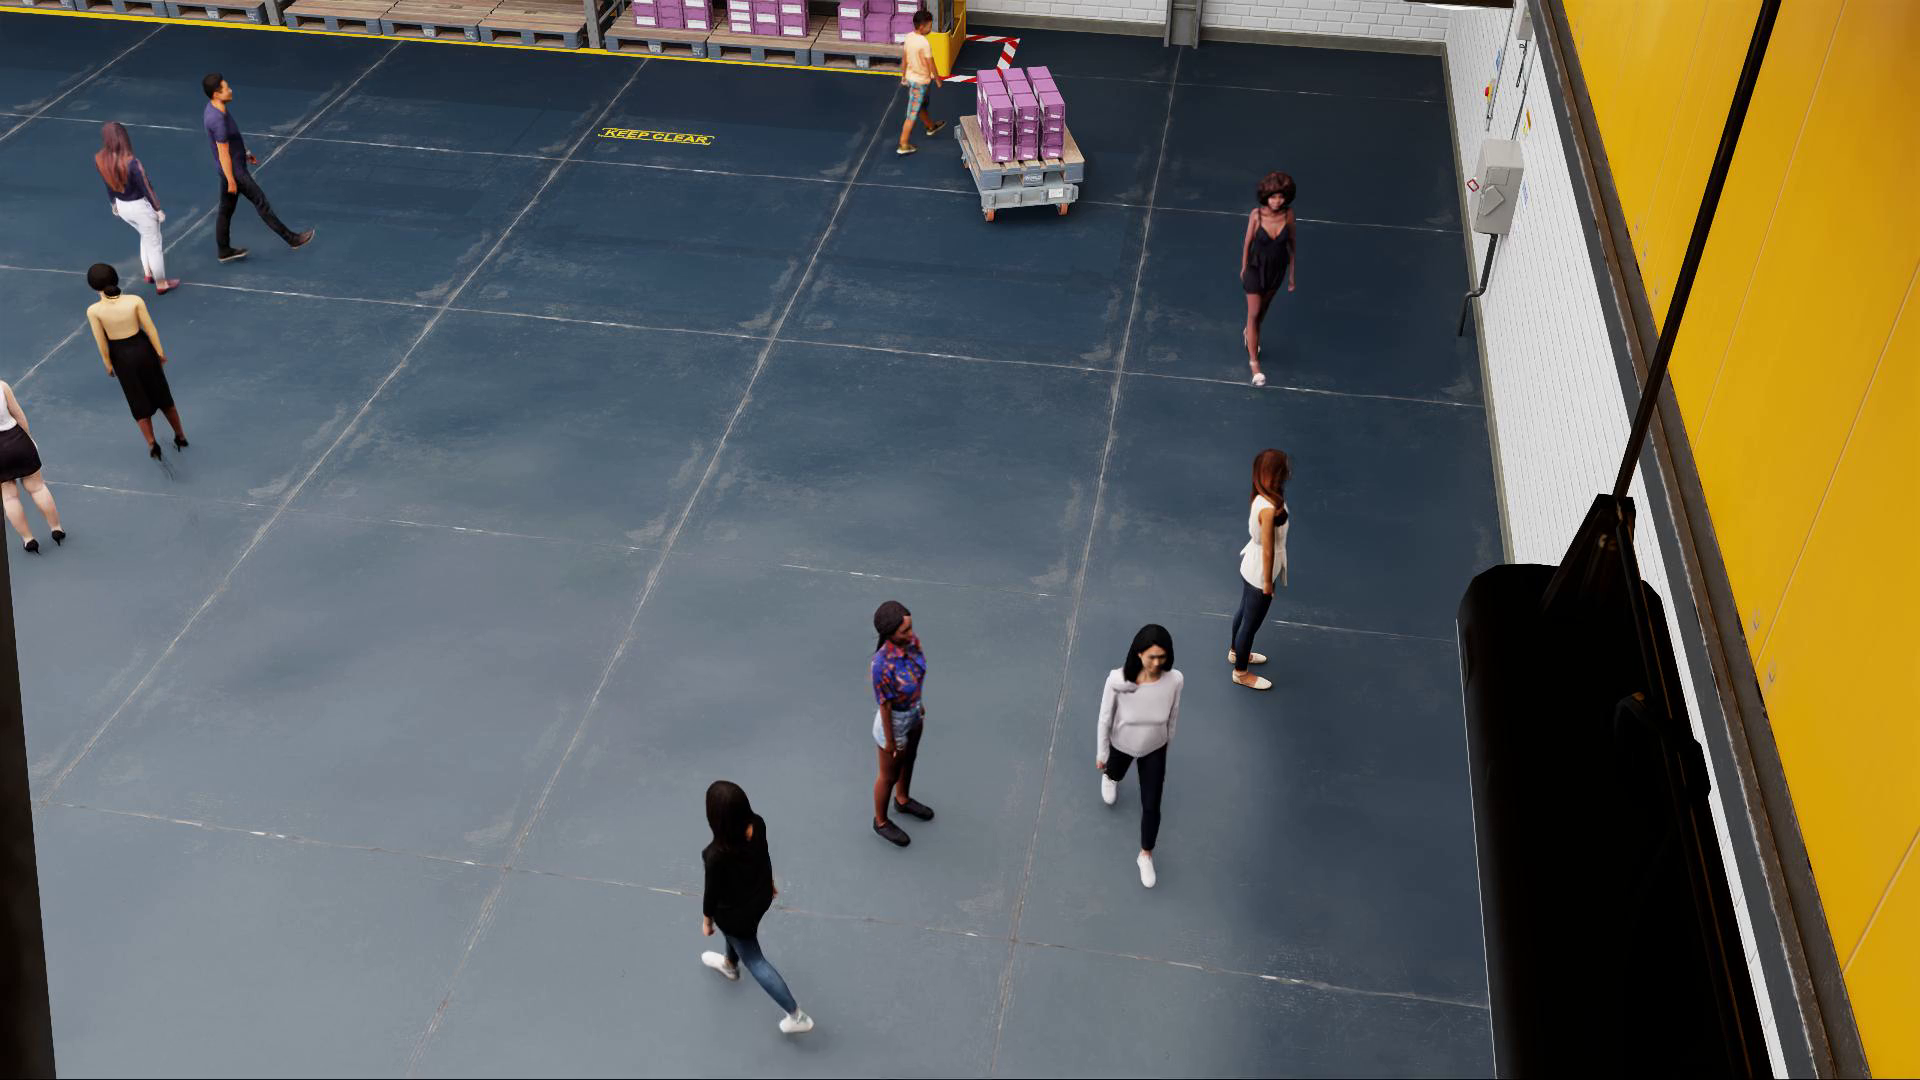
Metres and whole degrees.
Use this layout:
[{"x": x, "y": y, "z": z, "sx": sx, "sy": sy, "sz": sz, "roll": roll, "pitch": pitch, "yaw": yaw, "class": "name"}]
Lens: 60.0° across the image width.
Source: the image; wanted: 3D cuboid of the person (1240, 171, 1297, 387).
[{"x": 2.461, "y": -2.210, "z": 13.523, "sx": 1.028, "sy": 1.753, "sz": 0.843, "roll": -7, "pitch": 39, "yaw": -8, "class": "person"}]

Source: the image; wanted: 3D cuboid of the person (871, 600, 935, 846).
[{"x": -0.356, "y": 1.023, "z": 9.484, "sx": 0.605, "sy": 1.742, "sz": 0.632, "roll": 16, "pitch": 41, "yaw": 19, "class": "person"}]

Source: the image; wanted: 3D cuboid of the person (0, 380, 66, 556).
[{"x": -6.668, "y": -0.612, "z": 11.608, "sx": 0.634, "sy": 1.647, "sz": 0.678, "roll": -28, "pitch": 46, "yaw": -30, "class": "person"}]

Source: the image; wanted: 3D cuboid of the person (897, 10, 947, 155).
[{"x": -0.474, "y": -4.592, "z": 16.769, "sx": 0.981, "sy": 1.424, "sz": 0.952, "roll": -28, "pitch": 46, "yaw": -30, "class": "person"}]

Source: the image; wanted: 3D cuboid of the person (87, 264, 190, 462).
[{"x": -6.208, "y": -1.341, "z": 12.514, "sx": 0.662, "sy": 1.655, "sz": 0.731, "roll": -21, "pitch": 43, "yaw": -24, "class": "person"}]

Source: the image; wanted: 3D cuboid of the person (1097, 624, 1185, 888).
[{"x": 0.983, "y": 1.099, "z": 9.450, "sx": 1.098, "sy": 1.667, "sz": 0.849, "roll": -1, "pitch": 39, "yaw": -1, "class": "person"}]

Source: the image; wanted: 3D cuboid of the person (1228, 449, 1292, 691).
[{"x": 1.886, "y": 0.171, "z": 10.516, "sx": 0.538, "sy": 1.785, "sz": 0.590, "roll": 4, "pitch": 39, "yaw": 4, "class": "person"}]

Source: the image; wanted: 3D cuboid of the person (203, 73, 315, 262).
[{"x": -6.592, "y": -3.284, "z": 14.880, "sx": 1.205, "sy": 1.739, "sz": 1.058, "roll": -17, "pitch": 42, "yaw": -20, "class": "person"}]

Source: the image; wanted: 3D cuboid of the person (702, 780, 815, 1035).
[{"x": -1.056, "y": 1.895, "z": 8.494, "sx": 1.147, "sy": 1.615, "sz": 0.874, "roll": 23, "pitch": 44, "yaw": 26, "class": "person"}]

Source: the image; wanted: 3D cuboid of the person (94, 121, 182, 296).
[{"x": -7.182, "y": -2.828, "z": 14.421, "sx": 0.568, "sy": 1.598, "sz": 0.725, "roll": 12, "pitch": 40, "yaw": 15, "class": "person"}]
